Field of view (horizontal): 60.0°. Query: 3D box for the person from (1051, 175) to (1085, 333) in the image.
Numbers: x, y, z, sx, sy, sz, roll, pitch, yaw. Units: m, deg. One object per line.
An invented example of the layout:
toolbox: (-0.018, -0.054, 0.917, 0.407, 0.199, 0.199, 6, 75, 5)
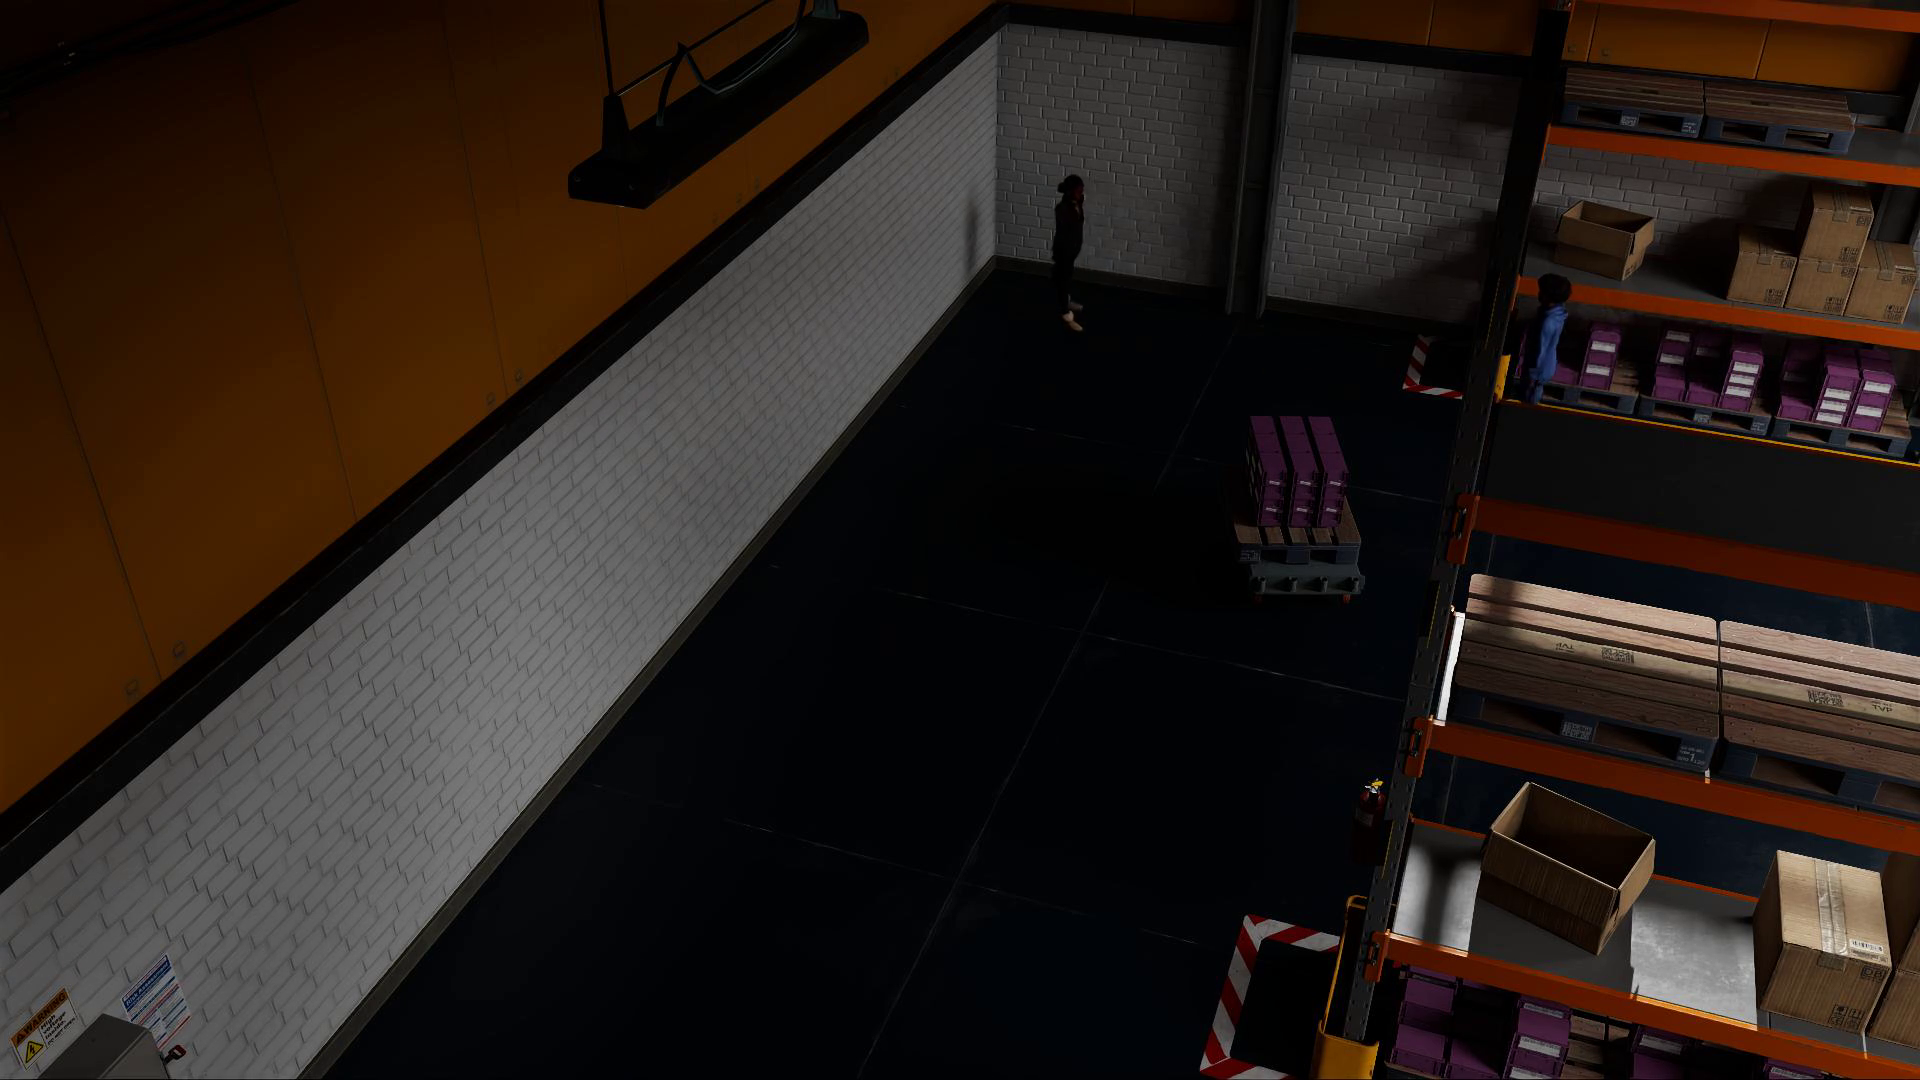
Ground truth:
person: (1.252, -3.057, 17.684, 0.692, 1.656, 0.825, 12, 35, 17)

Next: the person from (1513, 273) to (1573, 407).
person: (5.424, -1.609, 15.373, 0.750, 1.802, 0.721, 16, 37, 22)
